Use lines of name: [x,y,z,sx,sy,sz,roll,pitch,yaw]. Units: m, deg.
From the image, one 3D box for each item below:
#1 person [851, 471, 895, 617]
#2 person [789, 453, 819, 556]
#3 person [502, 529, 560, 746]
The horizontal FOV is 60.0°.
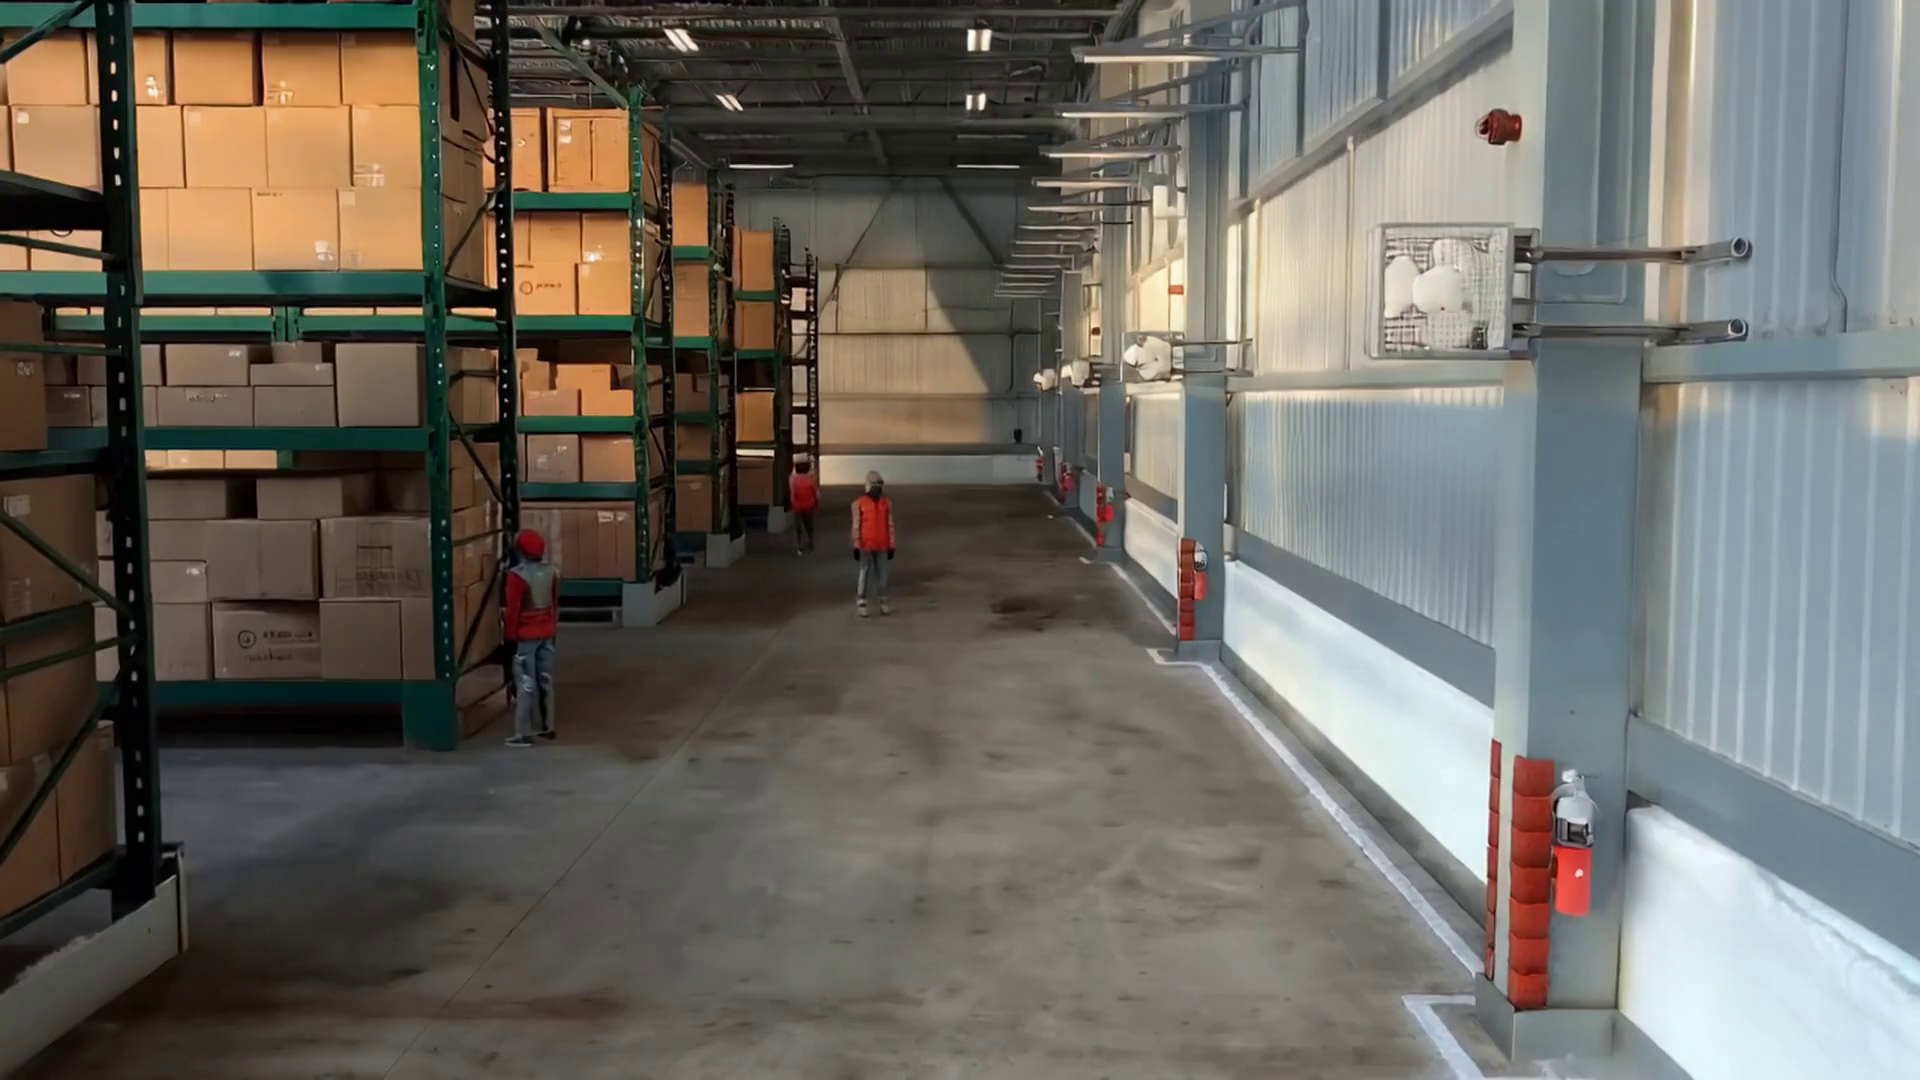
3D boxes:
person: [-1.027,0.051,19.847,0.564,1.745,0.349,-3,6,-32]
person: [-2.595,-0.602,27.677,0.489,1.705,0.865,0,5,-1]
person: [-3.226,0.733,12.575,0.314,1.629,0.527,3,6,31]
